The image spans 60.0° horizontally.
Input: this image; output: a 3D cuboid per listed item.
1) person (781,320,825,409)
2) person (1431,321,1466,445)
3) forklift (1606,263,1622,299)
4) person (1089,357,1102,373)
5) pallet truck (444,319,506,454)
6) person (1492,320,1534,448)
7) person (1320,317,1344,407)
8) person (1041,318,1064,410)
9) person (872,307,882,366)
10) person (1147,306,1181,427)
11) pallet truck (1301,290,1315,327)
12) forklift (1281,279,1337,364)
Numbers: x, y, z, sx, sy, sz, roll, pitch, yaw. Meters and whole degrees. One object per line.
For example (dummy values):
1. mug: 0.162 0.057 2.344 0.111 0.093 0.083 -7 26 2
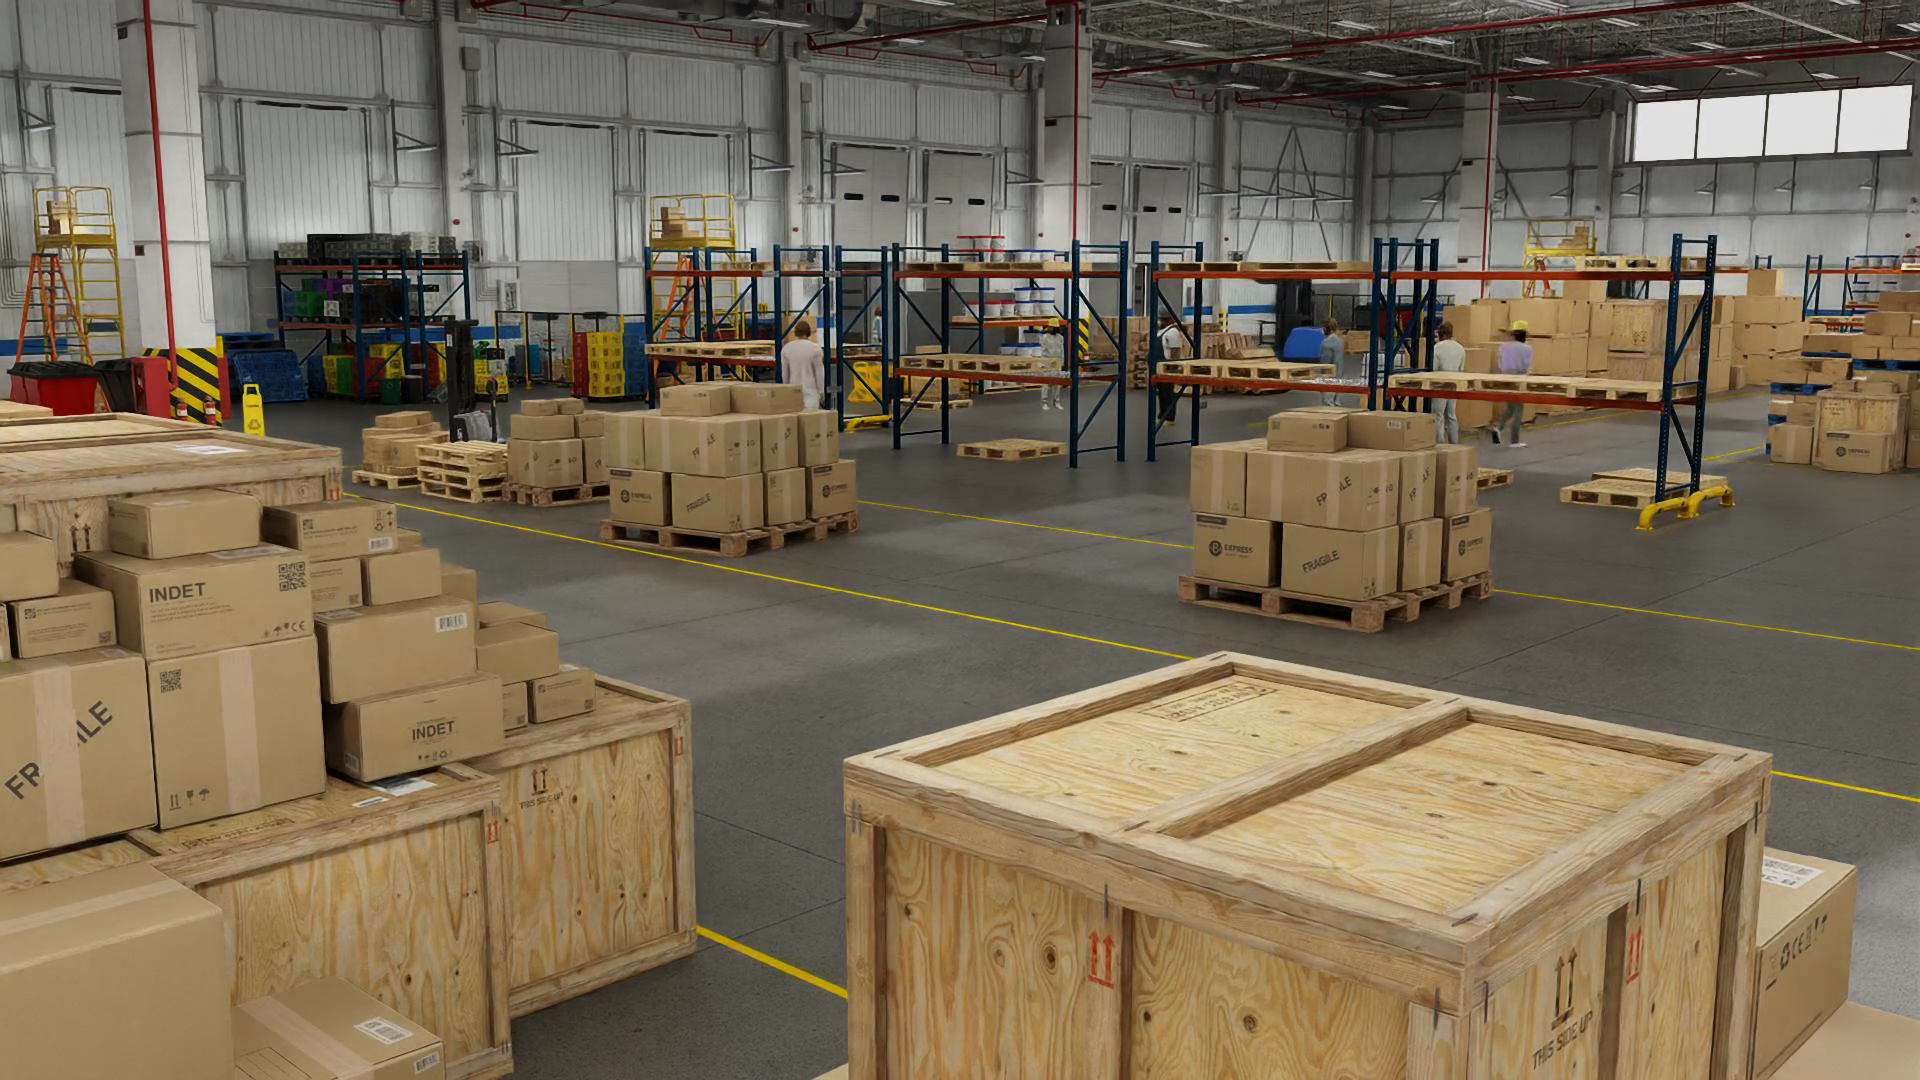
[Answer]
1. person: -2.184 -2.095 23.271 0.631 1.940 0.372 3 10 16
2. person: 6.754 -2.076 23.199 0.623 1.932 0.368 -5 11 -29
3. forklift: 17.860 -6.203 45.576 1.873 2.768 1.129 3 10 15
4. person: 3.089 -5.162 42.249 1.006 1.879 0.571 2 10 15
5. pallet truck: -6.981 -1.942 22.150 1.885 1.965 0.823 1 9 9
6. person: 8.233 -2.306 24.662 0.471 1.906 0.596 -5 11 -30
7. person: 5.664 -2.440 25.434 0.367 1.932 0.623 6 11 31
8. person: 1.756 -3.323 31.419 0.483 1.740 0.319 -4 10 -25
9. person: -2.179 -5.393 44.436 0.317 1.632 0.525 -1 9 -5
10. person: 3.432 -2.937 28.122 0.536 2.000 0.688 -2 9 -13
11. pallet truck: 11.297 -6.951 52.861 1.885 1.965 0.823 -5 11 -29
12. forklift: 9.053 -6.013 44.414 1.873 2.768 1.129 9 13 43
